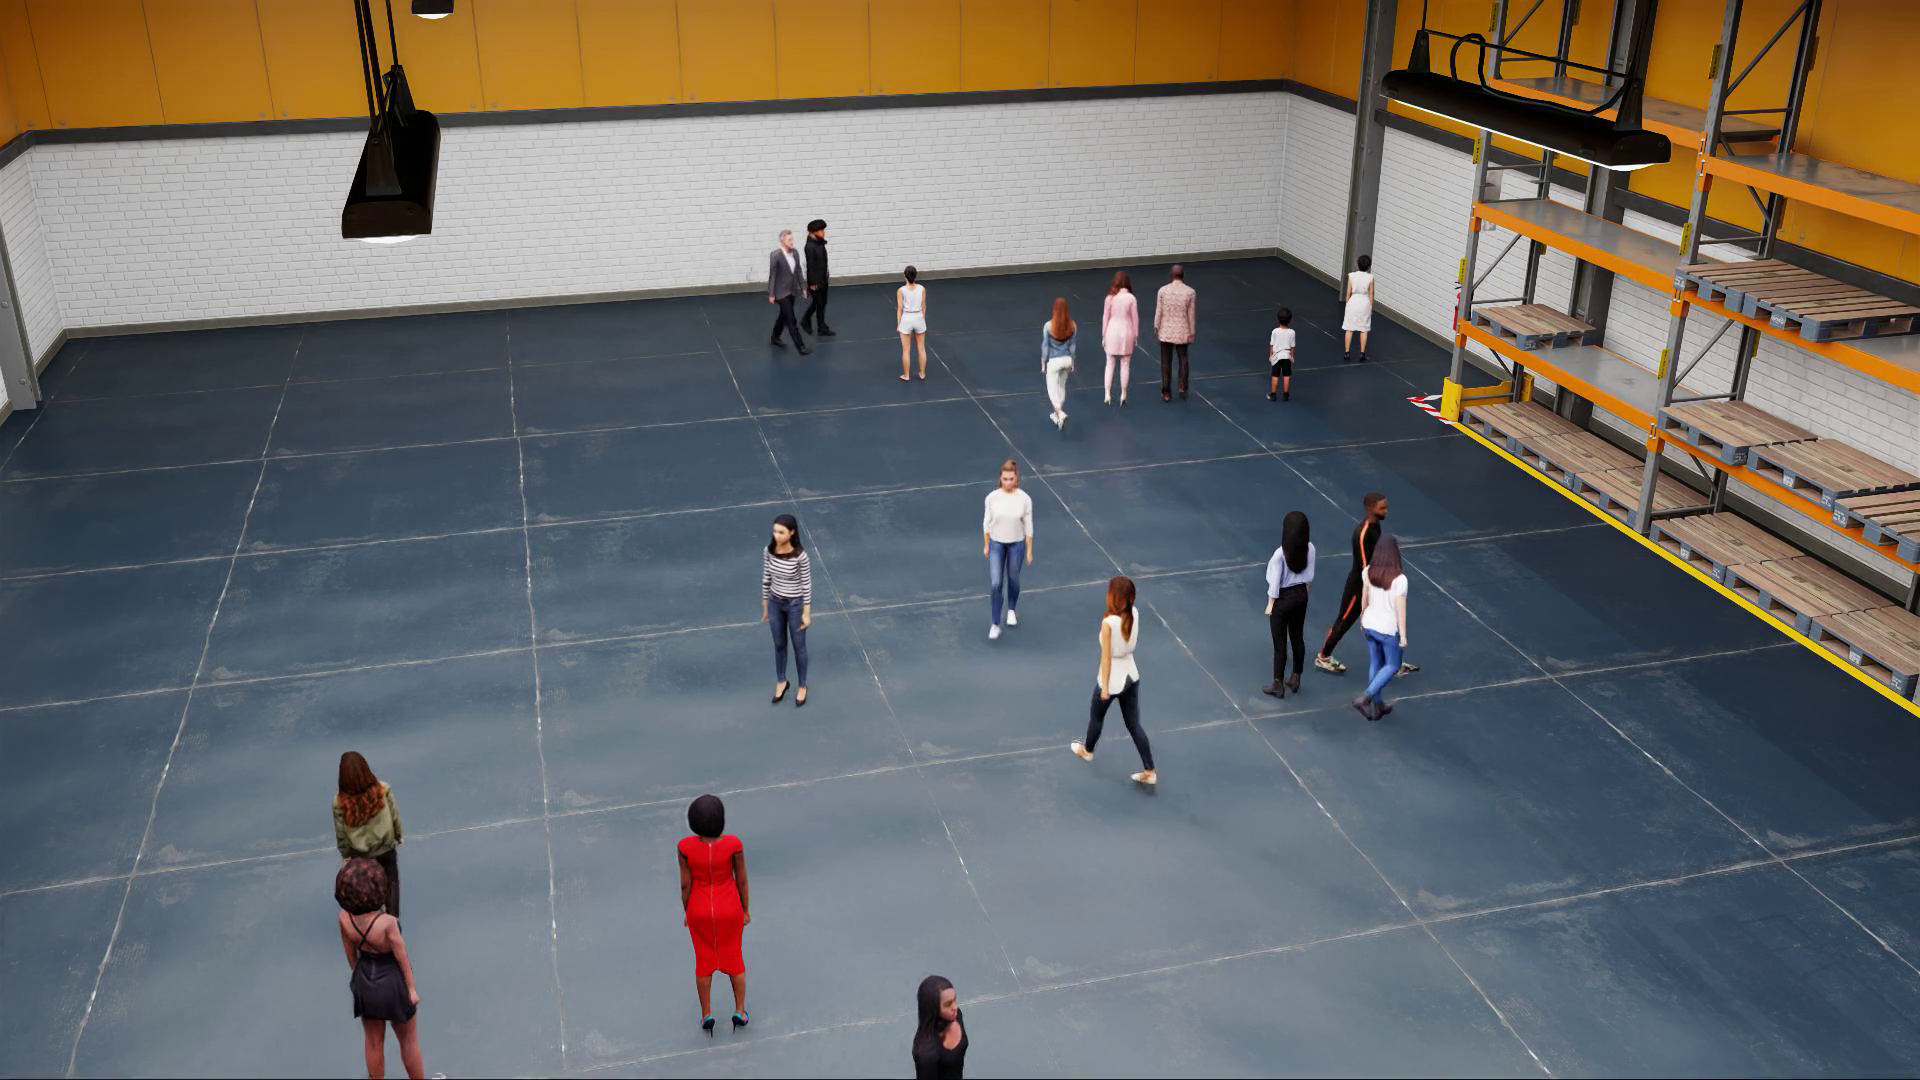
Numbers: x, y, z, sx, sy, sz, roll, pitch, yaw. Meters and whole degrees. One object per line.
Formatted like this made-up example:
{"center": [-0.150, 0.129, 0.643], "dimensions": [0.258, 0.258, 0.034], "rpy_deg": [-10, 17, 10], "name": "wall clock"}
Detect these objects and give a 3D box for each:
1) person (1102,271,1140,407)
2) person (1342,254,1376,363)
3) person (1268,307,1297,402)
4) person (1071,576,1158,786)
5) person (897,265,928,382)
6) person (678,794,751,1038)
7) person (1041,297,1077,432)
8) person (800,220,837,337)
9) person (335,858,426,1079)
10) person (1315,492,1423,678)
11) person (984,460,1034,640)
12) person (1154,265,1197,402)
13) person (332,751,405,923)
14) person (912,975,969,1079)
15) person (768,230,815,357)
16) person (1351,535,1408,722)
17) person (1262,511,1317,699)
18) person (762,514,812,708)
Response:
{"center": [2.096, -2.634, 21.817], "dimensions": [0.692, 1.798, 0.674], "rpy_deg": [3, 24, 6], "name": "person"}
{"center": [5.672, -3.298, 23.640], "dimensions": [0.640, 1.554, 0.656], "rpy_deg": [5, 24, 12], "name": "person"}
{"center": [4.281, -2.470, 22.113], "dimensions": [0.543, 1.259, 0.552], "rpy_deg": [1, 24, 2], "name": "person"}
{"center": [1.338, 1.163, 13.205], "dimensions": [0.938, 1.738, 1.200], "rpy_deg": [-19, 30, -37], "name": "person"}
{"center": [-0.657, -2.985, 22.865], "dimensions": [0.559, 1.600, 0.543], "rpy_deg": [-7, 24, -15], "name": "person"}
{"center": [-1.539, 2.359, 10.462], "dimensions": [0.601, 1.744, 0.542], "rpy_deg": [-2, 24, -5], "name": "person"}
{"center": [1.271, -2.193, 20.950], "dimensions": [0.632, 1.684, 0.960], "rpy_deg": [-7, 25, -15], "name": "person"}
{"center": [-2.176, -3.882, 24.709], "dimensions": [0.924, 1.768, 0.875], "rpy_deg": [10, 26, 22], "name": "person"}
{"center": [-3.389, 2.652, 9.735], "dimensions": [0.650, 1.788, 0.686], "rpy_deg": [5, 24, 11], "name": "person"}
{"center": [3.508, 0.421, 14.871], "dimensions": [1.226, 1.763, 1.132], "rpy_deg": [15, 28, 30], "name": "person"}
{"center": [0.457, 0.041, 15.825], "dimensions": [0.816, 1.695, 1.006], "rpy_deg": [2, 24, 4], "name": "person"}
{"center": [2.835, -2.708, 22.001], "dimensions": [0.851, 1.786, 0.966], "rpy_deg": [2, 24, 4], "name": "person"}
{"center": [-4.002, 2.127, 11.347], "dimensions": [0.620, 1.459, 0.900], "rpy_deg": [-9, 25, -19], "name": "person"}
{"center": [-0.185, 3.046, 8.931], "dimensions": [0.853, 1.711, 0.792], "rpy_deg": [11, 26, 23], "name": "person"}
{"center": [-2.562, -3.570, 23.972], "dimensions": [1.330, 1.786, 1.214], "rpy_deg": [16, 28, 33], "name": "person"}
{"center": [3.515, 0.811, 14.119], "dimensions": [0.889, 1.650, 0.840], "rpy_deg": [-13, 27, -28], "name": "person"}
{"center": [2.887, 0.558, 14.582], "dimensions": [0.701, 1.744, 0.650], "rpy_deg": [-13, 27, -28], "name": "person"}
{"center": [-1.486, 0.604, 14.411], "dimensions": [0.656, 1.796, 0.682], "rpy_deg": [9, 25, 20], "name": "person"}
